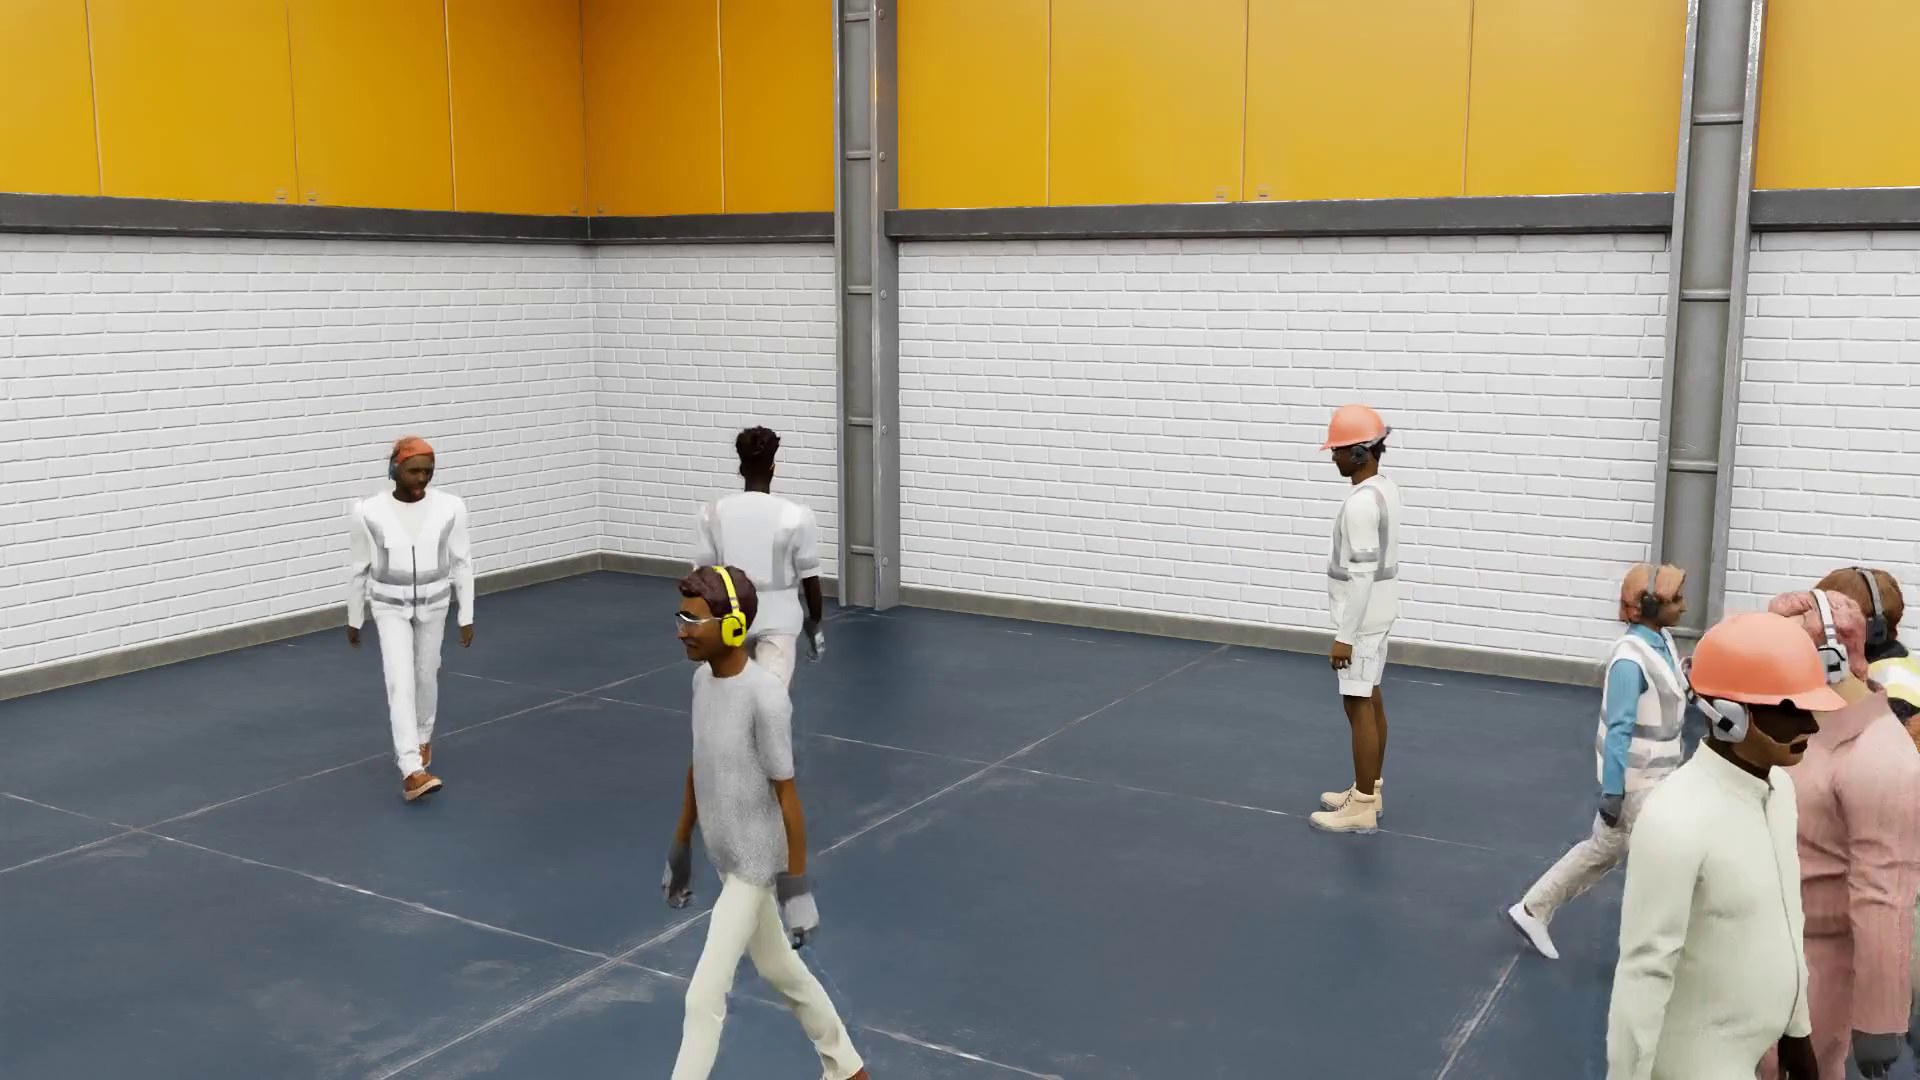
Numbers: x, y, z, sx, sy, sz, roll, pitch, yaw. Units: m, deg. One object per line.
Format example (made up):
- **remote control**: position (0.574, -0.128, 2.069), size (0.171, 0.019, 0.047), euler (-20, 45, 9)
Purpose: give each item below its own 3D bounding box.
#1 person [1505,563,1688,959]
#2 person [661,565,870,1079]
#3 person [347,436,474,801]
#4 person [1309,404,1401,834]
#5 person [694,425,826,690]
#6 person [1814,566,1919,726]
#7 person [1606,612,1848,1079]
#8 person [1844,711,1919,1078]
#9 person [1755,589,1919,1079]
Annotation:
- **person**: position (2.459, 0.866, 6.181), size (0.811, 1.609, 0.521), euler (5, 11, 30)
- **person**: position (-0.670, 0.960, 4.938), size (1.006, 1.817, 0.556), euler (-6, 11, -31)
- **person**: position (-2.821, 0.375, 8.538), size (0.621, 1.828, 1.014), euler (-5, 10, -26)
- **person**: position (1.875, 0.374, 7.900), size (0.387, 2.038, 0.605), euler (4, 10, 24)
- **person**: position (-0.977, 0.396, 8.138), size (0.611, 1.916, 1.029), euler (2, 9, 10)
- **person**: position (2.720, 0.955, 5.093), size (1.018, 1.788, 0.632), euler (4, 10, 24)
- **person**: position (1.687, 1.107, 3.635), size (1.014, 1.940, 0.637), euler (8, 12, 42)
- **person**: position (2.573, 1.152, 4.423), size (0.498, 1.581, 0.792), euler (-9, 12, -43)
- **person**: position (2.033, 1.047, 4.202), size (0.717, 1.872, 0.658), euler (2, 9, 12)
